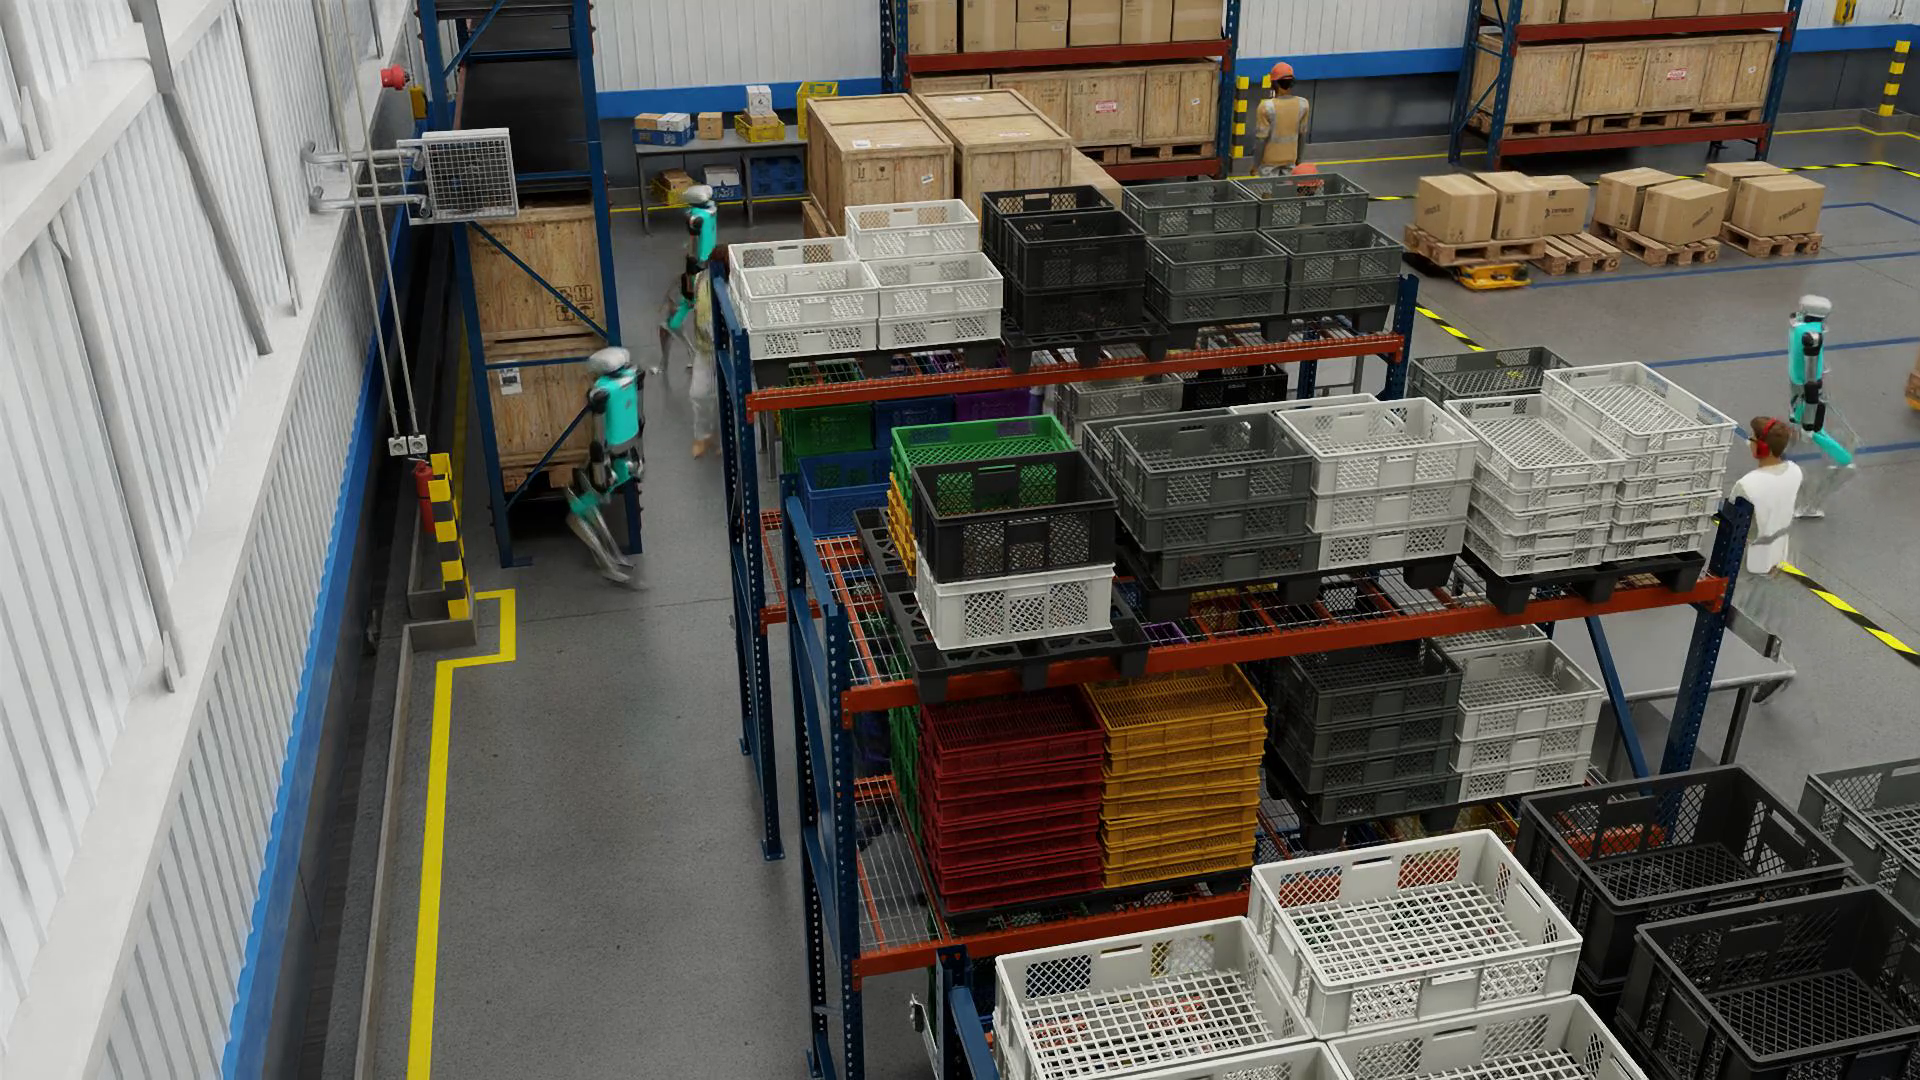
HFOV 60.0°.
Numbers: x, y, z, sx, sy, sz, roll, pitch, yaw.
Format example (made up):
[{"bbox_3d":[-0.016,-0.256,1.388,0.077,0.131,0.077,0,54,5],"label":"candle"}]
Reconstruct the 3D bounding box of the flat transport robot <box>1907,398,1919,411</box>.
[{"bbox_3d":[8.720,-0.986,13.887,0.652,0.197,1.431,-6,28,-12],"label":"flat transport robot"}]

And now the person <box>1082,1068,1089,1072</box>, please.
[{"bbox_3d":[0.376,2.491,5.612,0.515,1.865,0.330,-7,29,-14],"label":"person"}]

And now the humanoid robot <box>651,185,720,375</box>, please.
[{"bbox_3d":[-2.506,-2.249,14.842,0.810,1.885,0.546,6,28,11],"label":"humanoid robot"}]

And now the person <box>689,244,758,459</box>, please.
[{"bbox_3d":[-1.876,-1.461,13.160,0.646,1.818,0.526,14,31,24],"label":"person"}]

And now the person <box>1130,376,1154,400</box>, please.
[{"bbox_3d":[1.257,-0.352,11.132,0.537,1.742,0.689,16,32,27],"label":"person"}]

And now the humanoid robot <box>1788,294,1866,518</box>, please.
[{"bbox_3d":[6.371,-0.903,12.234,0.816,1.811,0.536,6,28,11],"label":"humanoid robot"}]

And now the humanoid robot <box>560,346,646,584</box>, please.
[{"bbox_3d":[-2.495,-0.549,11.399,0.736,1.695,0.530,13,30,23],"label":"humanoid robot"}]

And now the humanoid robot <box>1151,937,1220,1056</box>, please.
[{"bbox_3d":[1.011,2.235,6.211,0.672,1.783,0.534,2,28,5],"label":"humanoid robot"}]

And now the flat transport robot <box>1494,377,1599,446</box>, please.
[{"bbox_3d":[4.780,-1.036,14.013,0.659,0.231,1.431,-6,28,-12],"label":"flat transport robot"}]

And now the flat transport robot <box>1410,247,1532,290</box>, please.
[{"bbox_3d":[5.424,-2.998,17.705,0.652,0.197,1.431,-6,28,-12],"label":"flat transport robot"}]

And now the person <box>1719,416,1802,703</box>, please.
[{"bbox_3d":[4.843,0.131,10.133,0.563,1.820,0.703,-19,33,-32],"label":"person"}]

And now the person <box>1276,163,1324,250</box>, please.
[{"bbox_3d":[2.977,-2.392,14.795,0.361,1.939,0.542,-8,29,-14],"label":"person"}]

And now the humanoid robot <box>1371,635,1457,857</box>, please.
[{"bbox_3d":[2.323,1.095,8.474,0.629,1.643,0.595,-1,28,-2],"label":"humanoid robot"}]

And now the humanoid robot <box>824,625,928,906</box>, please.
[{"bbox_3d":[-0.376,1.156,8.408,0.748,1.656,0.609,-1,28,-1],"label":"humanoid robot"}]

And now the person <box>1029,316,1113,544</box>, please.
[{"bbox_3d":[0.783,-0.767,11.602,0.612,2.043,0.371,10,29,18],"label":"person"}]

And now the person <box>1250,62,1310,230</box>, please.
[{"bbox_3d":[3.422,-4.118,17.966,0.604,2.037,0.384,-8,29,-15],"label":"person"}]

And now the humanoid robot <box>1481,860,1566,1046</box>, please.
[{"bbox_3d":[2.243,1.884,6.887,0.590,1.768,0.882,-1,28,-1],"label":"humanoid robot"}]

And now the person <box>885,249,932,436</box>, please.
[{"bbox_3d":[-0.398,-1.324,12.791,0.372,1.915,0.593,7,28,12],"label":"person"}]
